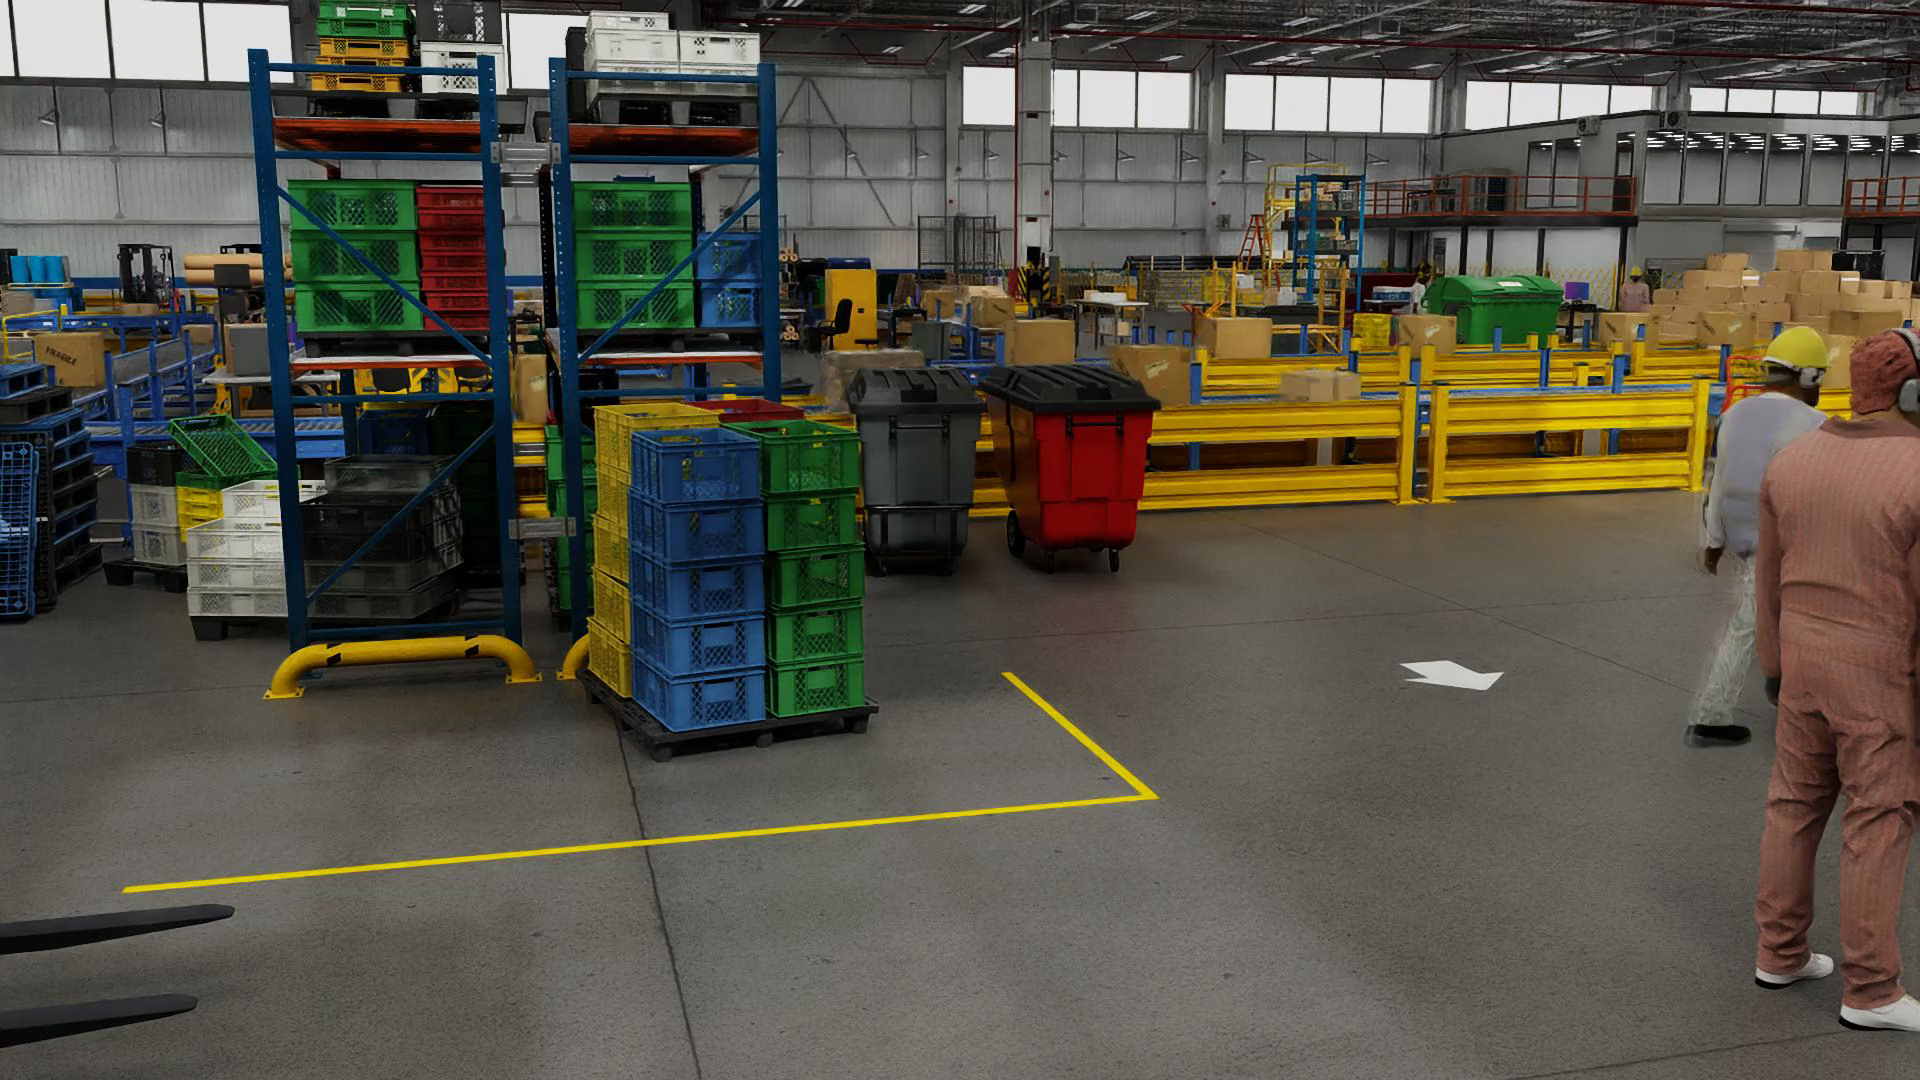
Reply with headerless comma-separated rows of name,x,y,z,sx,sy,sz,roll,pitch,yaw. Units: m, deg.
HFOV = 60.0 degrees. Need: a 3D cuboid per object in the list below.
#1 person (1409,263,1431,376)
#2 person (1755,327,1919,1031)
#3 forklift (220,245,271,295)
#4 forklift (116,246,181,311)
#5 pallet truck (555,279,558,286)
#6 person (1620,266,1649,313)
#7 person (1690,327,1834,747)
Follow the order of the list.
person,7.046,-3.305,25.535,0.309,1.868,0.534,5,11,25
person,2.495,0.376,4.581,0.400,1.910,0.643,-3,11,-18
forklift,-17.749,-6.334,41.440,1.157,1.987,2.680,-3,10,-17
forklift,-19.966,-6.232,40.894,1.157,1.987,2.680,-3,10,-15
pallet truck,-10.604,-6.375,44.520,0.653,1.274,1.630,-3,10,-15
person,13.096,-4.444,32.322,0.530,1.746,0.659,4,11,20
person,3.537,-0.006,7.081,0.915,1.780,0.621,-2,10,-13
